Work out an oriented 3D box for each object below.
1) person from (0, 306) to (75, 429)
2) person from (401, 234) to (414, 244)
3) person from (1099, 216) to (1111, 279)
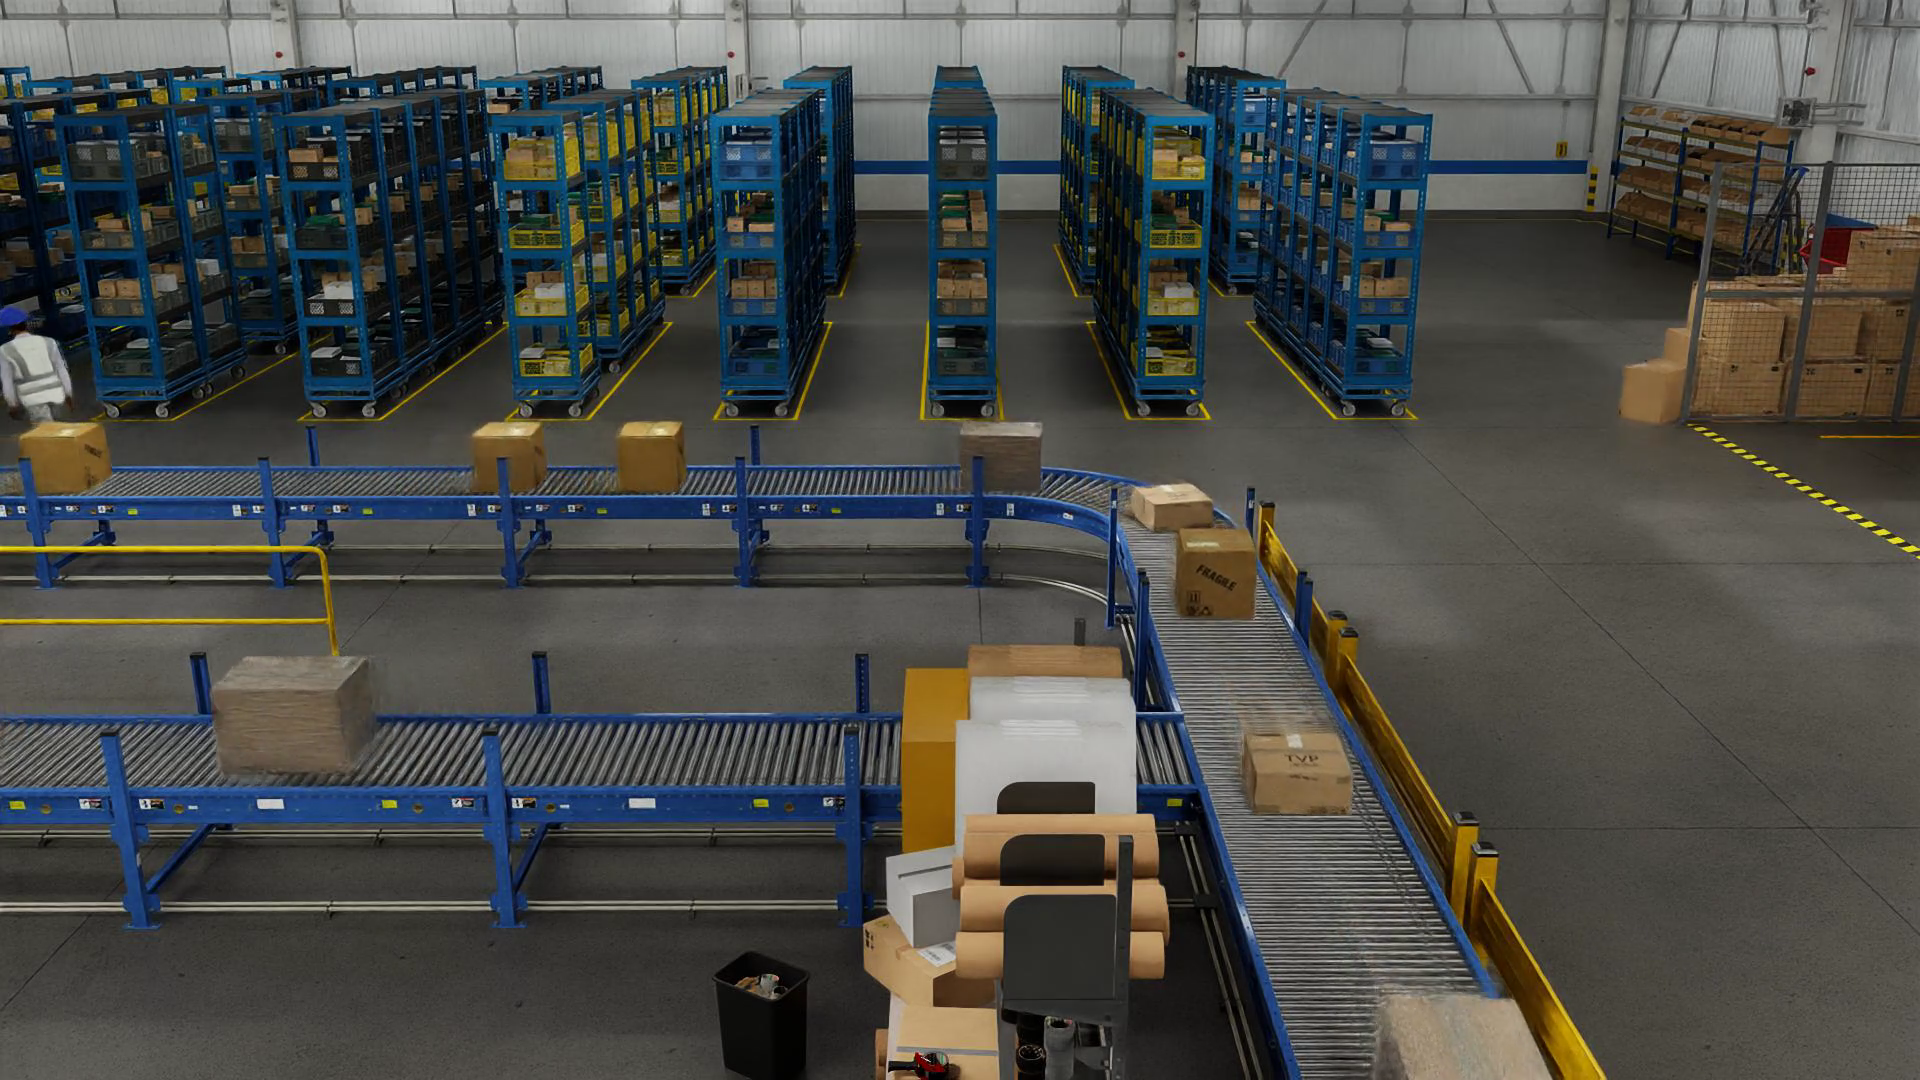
[{"bbox_3d":[-9.439,-1.452,17.064,0.941,1.895,0.616,9,20,25],"label":"person"},{"bbox_3d":[-9.173,-4.773,27.460,0.941,1.794,0.603,-2,18,-6],"label":"person"},{"bbox_3d":[2.420,-4.490,26.505,0.389,1.837,0.560,-15,23,-39],"label":"person"}]
